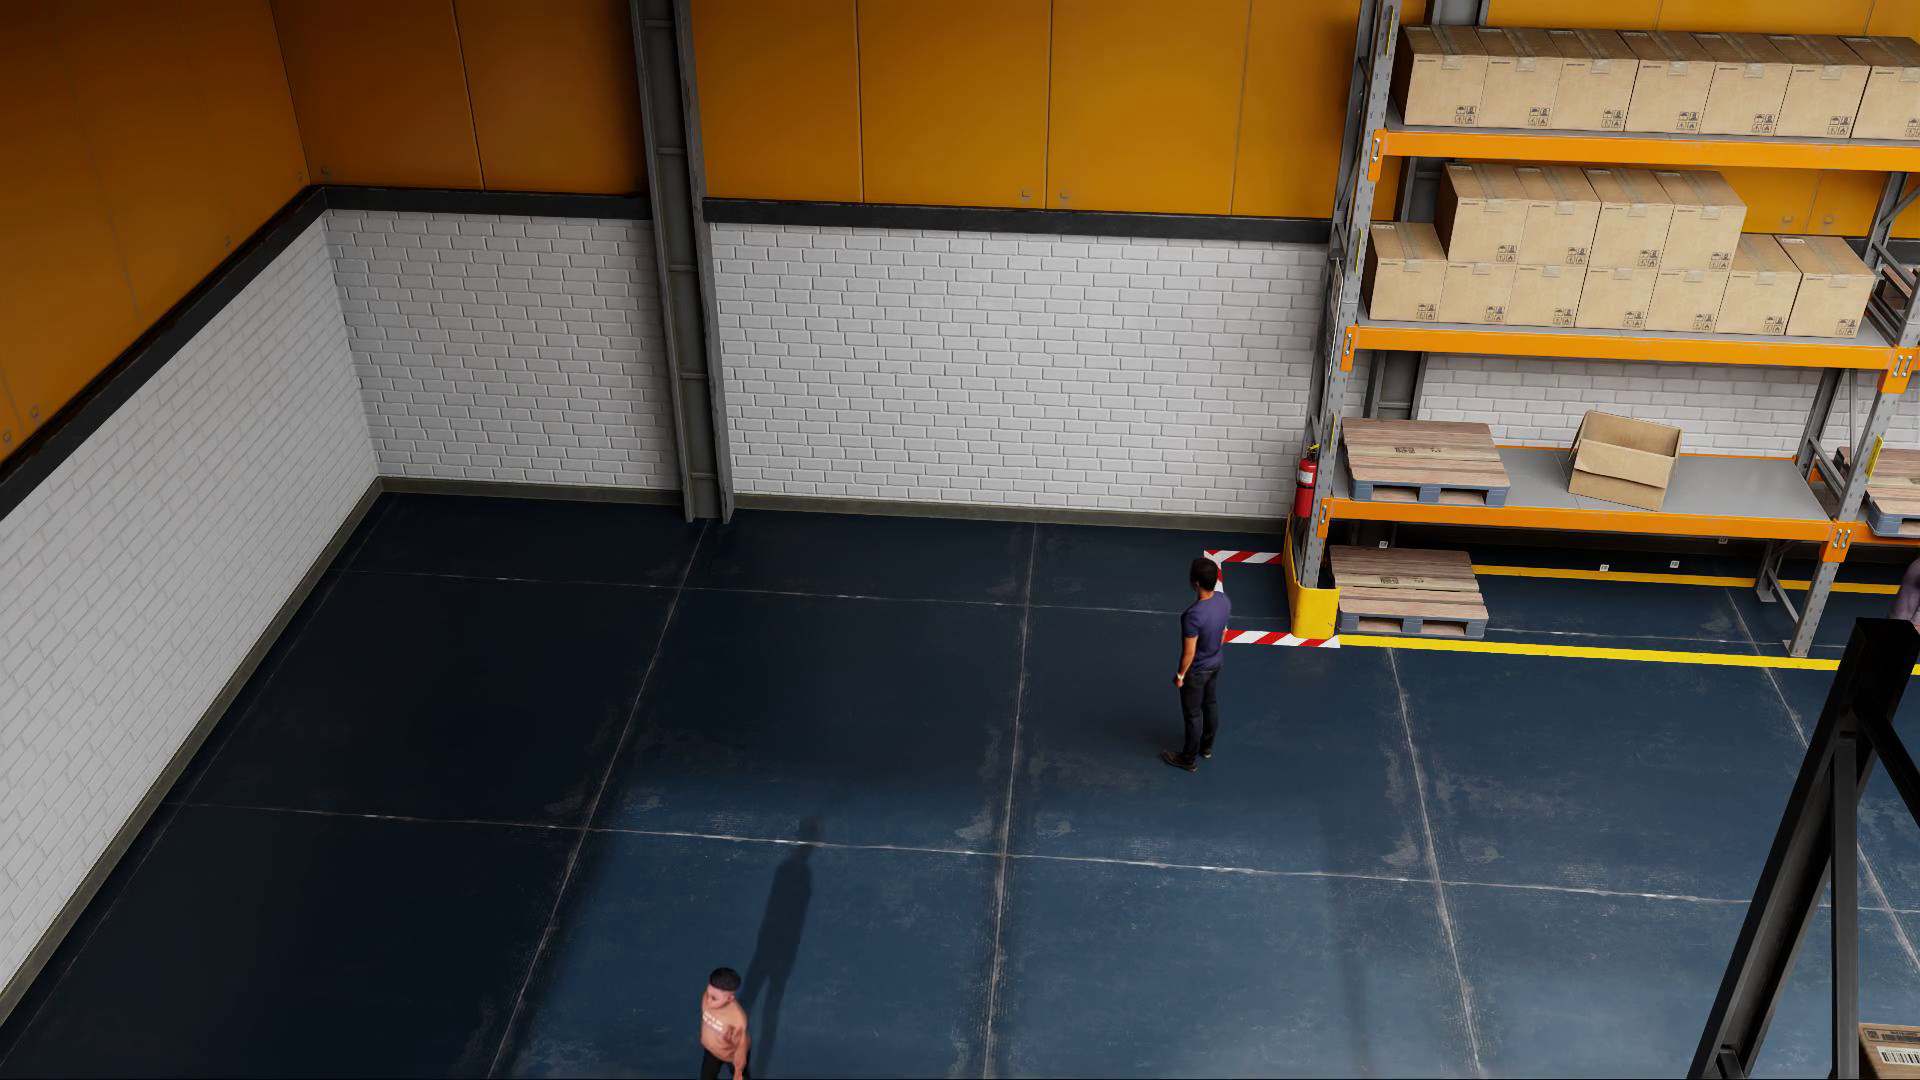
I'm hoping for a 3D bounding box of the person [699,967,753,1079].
[{"bbox_3d":[-1.279,2.879,9.535,0.650,1.248,0.716,27,42,34],"label":"person"}]

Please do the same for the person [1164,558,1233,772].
[{"bbox_3d":[1.747,0.899,12.028,0.748,1.786,0.713,29,43,36],"label":"person"}]
